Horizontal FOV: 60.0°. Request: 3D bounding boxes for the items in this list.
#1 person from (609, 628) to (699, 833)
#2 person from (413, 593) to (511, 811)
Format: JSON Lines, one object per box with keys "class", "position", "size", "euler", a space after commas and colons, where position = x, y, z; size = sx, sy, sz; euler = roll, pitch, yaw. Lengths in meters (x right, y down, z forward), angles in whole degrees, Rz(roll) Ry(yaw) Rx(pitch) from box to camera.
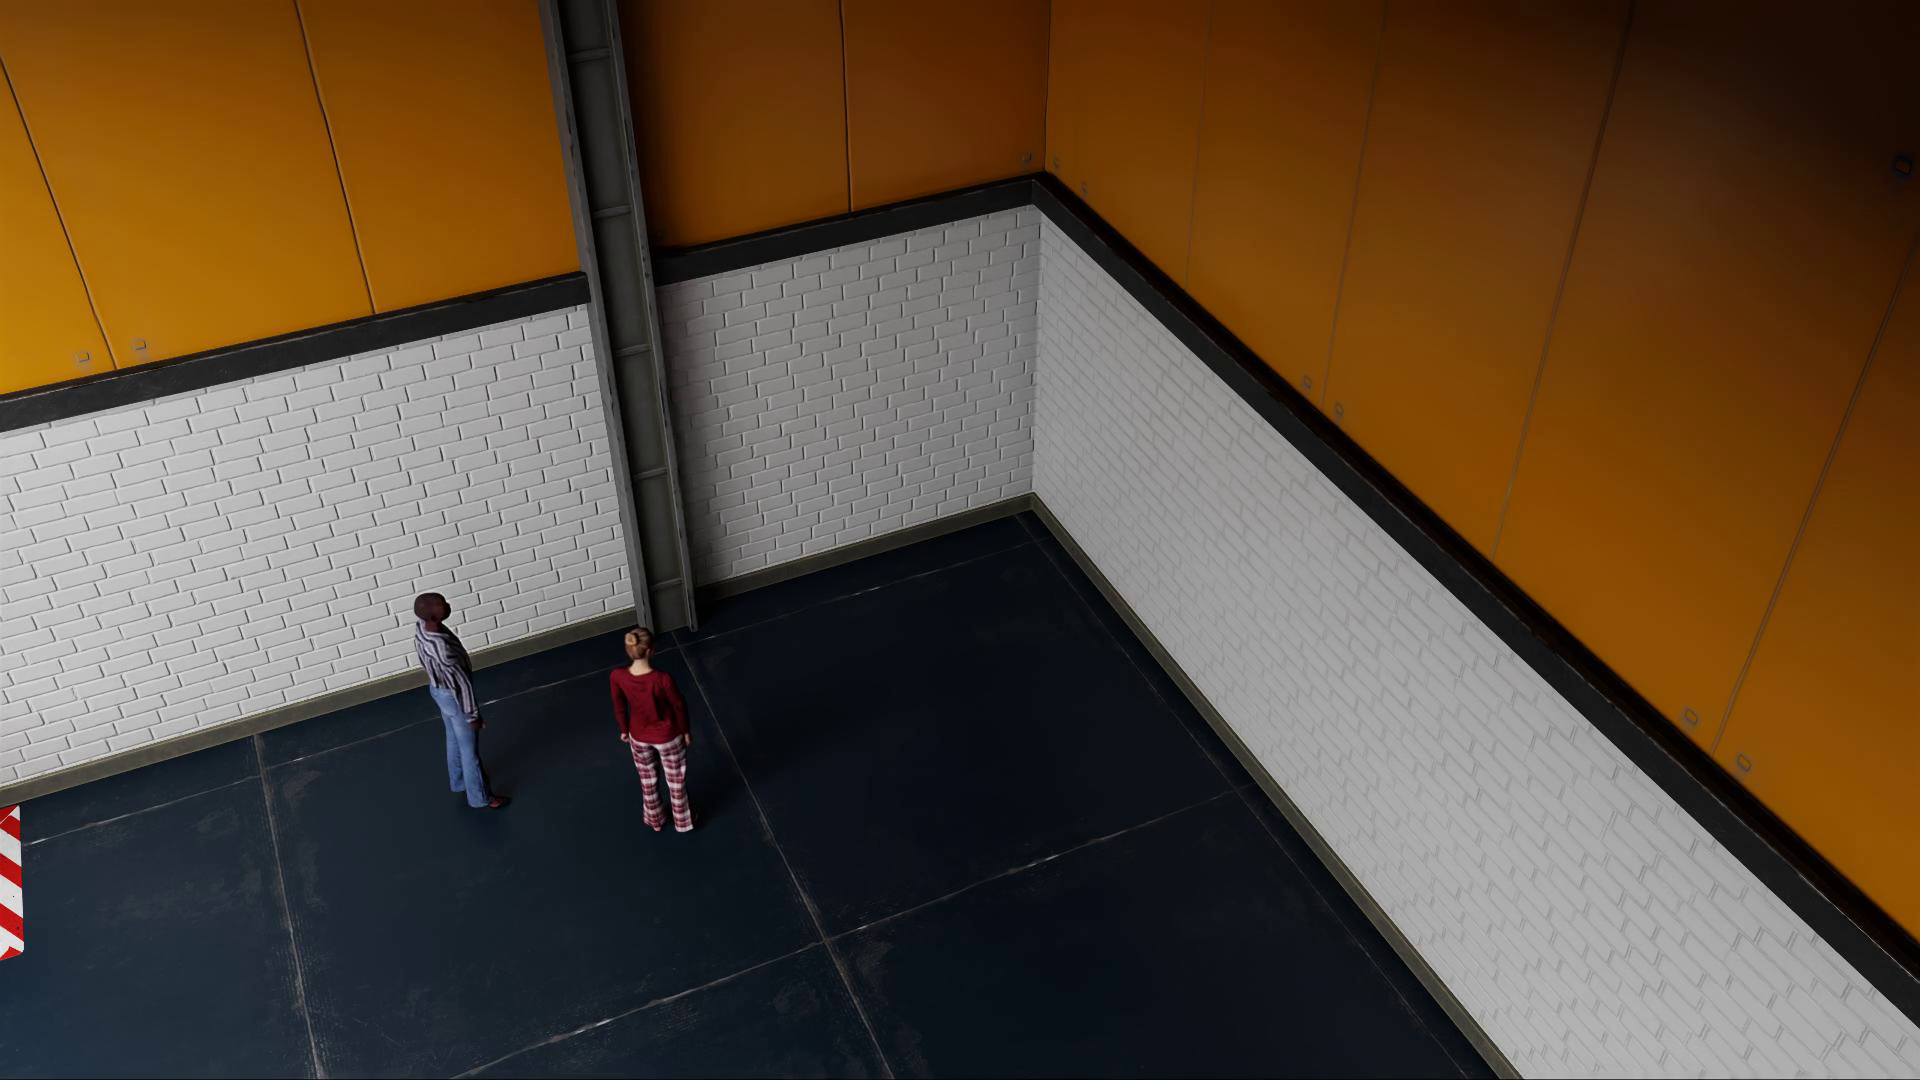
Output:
{"class": "person", "position": [-1.939, 1.214, 10.579], "size": [0.623, 1.705, 0.744], "euler": [5, 39, 6]}
{"class": "person", "position": [-3.260, 1.040, 10.724], "size": [0.607, 1.796, 0.669], "euler": [-27, 46, -29]}
